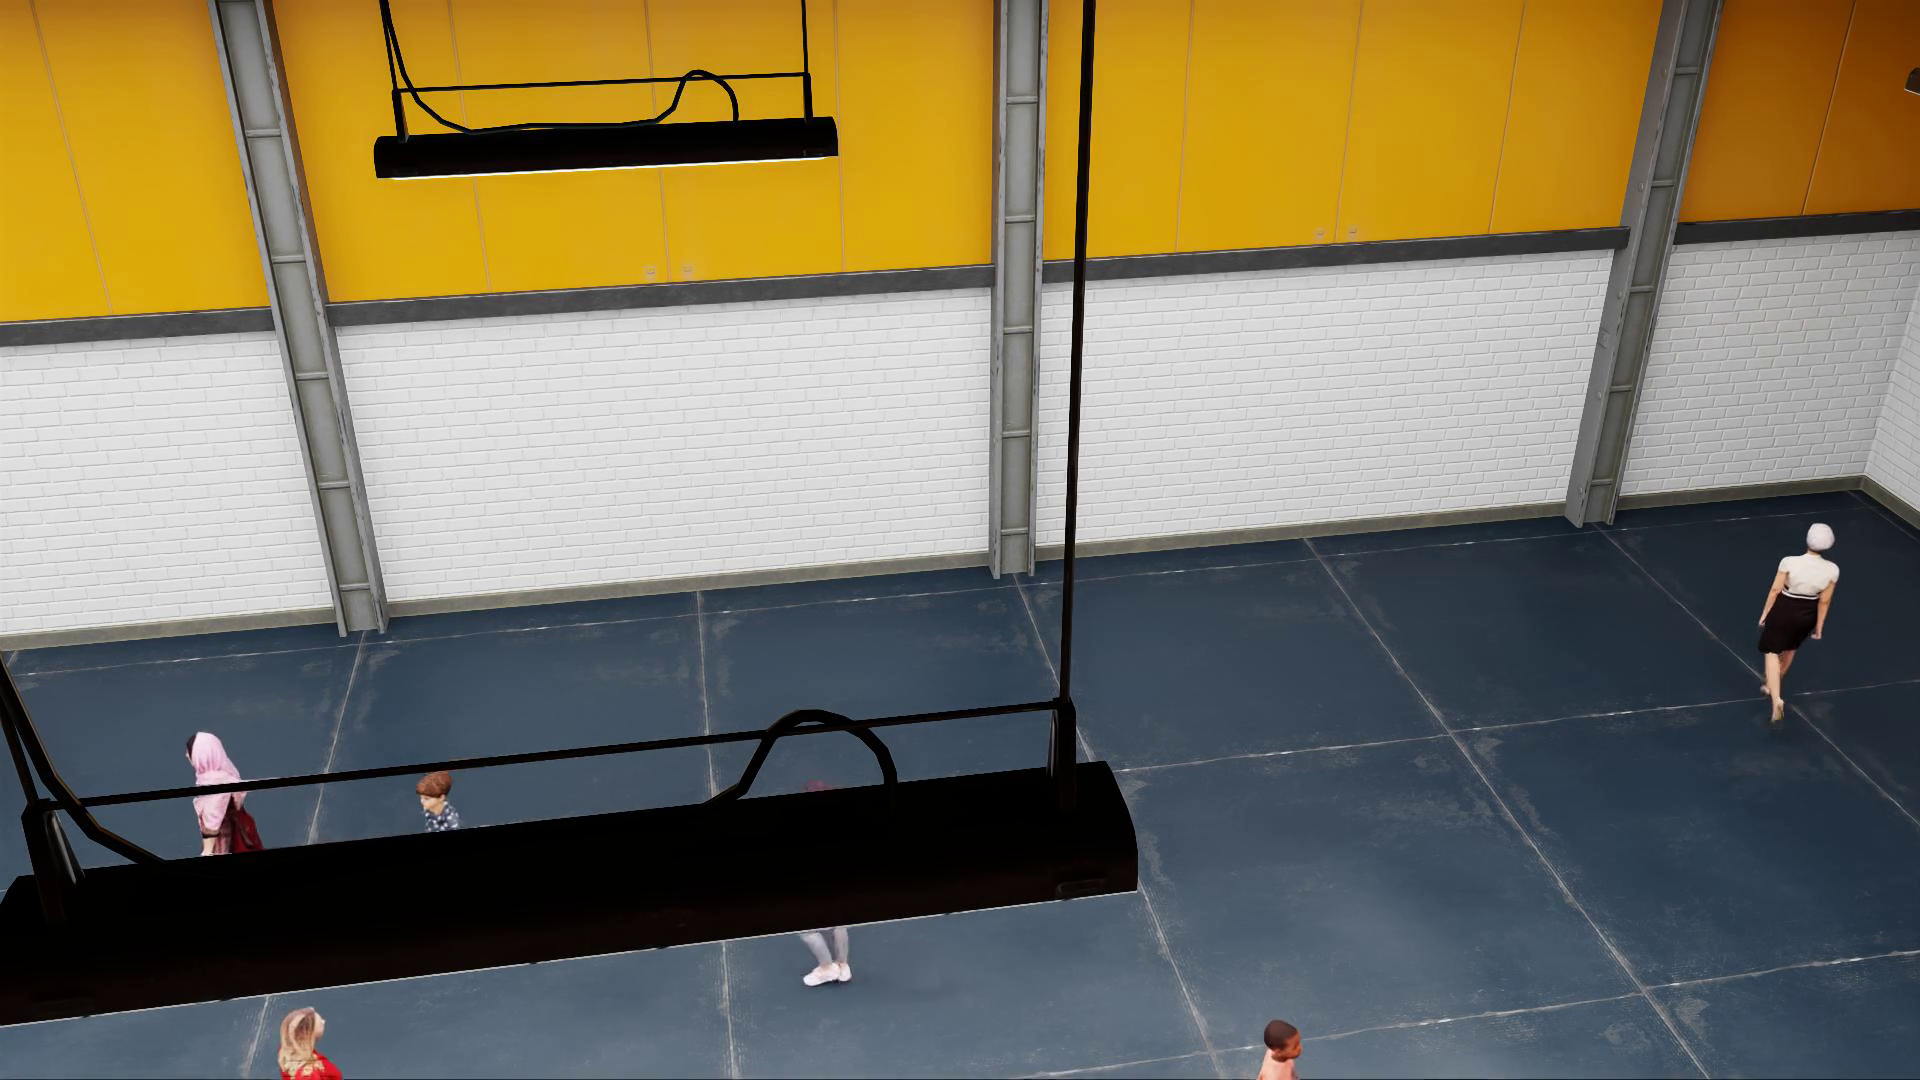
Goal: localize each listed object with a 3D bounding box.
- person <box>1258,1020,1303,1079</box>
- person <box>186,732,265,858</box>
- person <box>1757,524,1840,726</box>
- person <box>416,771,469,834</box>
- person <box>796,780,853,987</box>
[{"bbox_3d":[1.687,3.191,9.370,0.909,1.281,0.743,10,30,18],"label":"person"},{"bbox_3d":[-4.842,1.966,11.245,0.924,1.636,0.760,-11,31,-20],"label":"person"},{"bbox_3d":[6.744,0.698,13.472,1.052,1.729,0.949,7,29,12],"label":"person"},{"bbox_3d":[-3.378,2.121,11.184,0.825,1.423,0.877,18,33,29],"label":"person"},{"bbox_3d":[-0.801,2.237,10.784,0.659,1.601,0.652,2,29,4],"label":"person"}]
